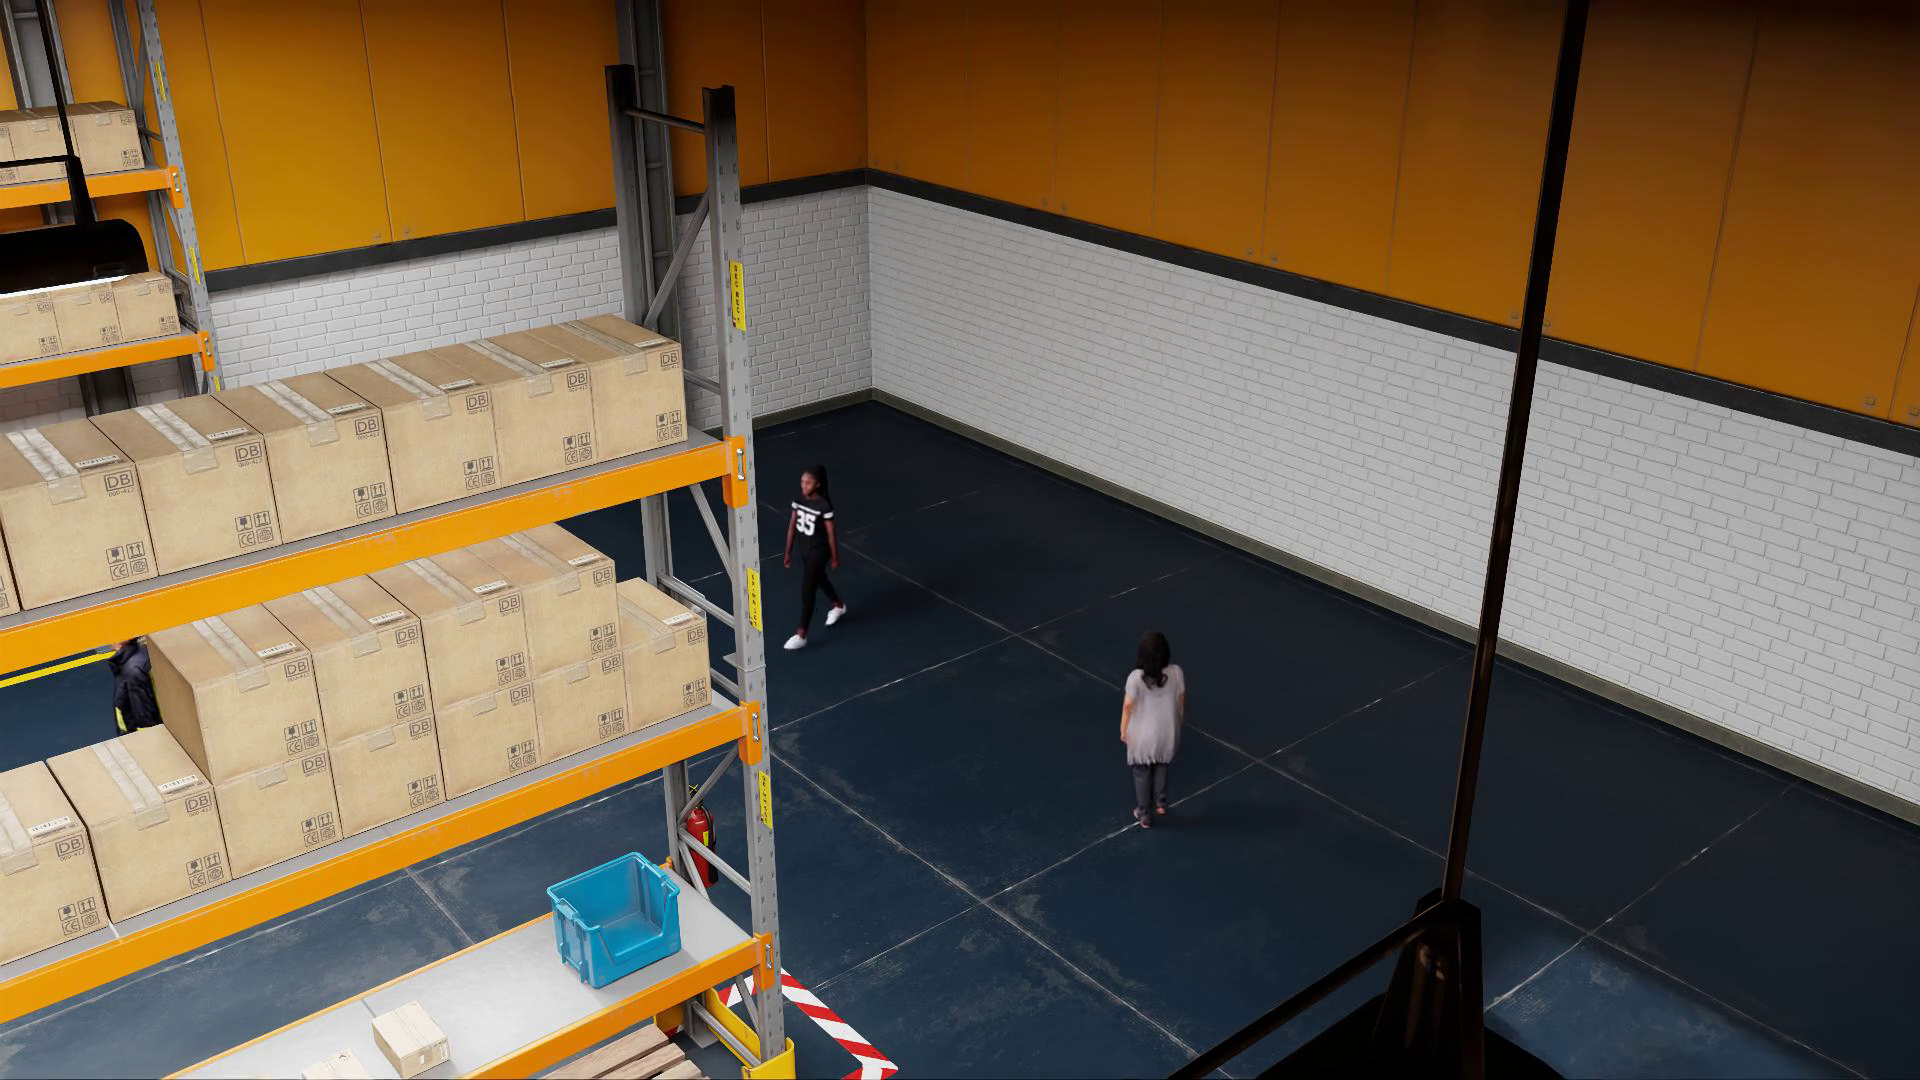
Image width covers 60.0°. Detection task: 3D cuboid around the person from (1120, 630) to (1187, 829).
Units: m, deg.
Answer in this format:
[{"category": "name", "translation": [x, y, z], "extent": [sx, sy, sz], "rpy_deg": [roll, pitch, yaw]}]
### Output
[{"category": "person", "translation": [1.476, 1.456, 12.504], "extent": [0.726, 1.601, 0.818], "rpy_deg": [-6, 24, -14]}]

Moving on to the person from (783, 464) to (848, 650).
[{"category": "person", "translation": [-1.300, 0.112, 15.467], "extent": [0.744, 1.690, 1.209], "rpy_deg": [19, 30, 36]}]
